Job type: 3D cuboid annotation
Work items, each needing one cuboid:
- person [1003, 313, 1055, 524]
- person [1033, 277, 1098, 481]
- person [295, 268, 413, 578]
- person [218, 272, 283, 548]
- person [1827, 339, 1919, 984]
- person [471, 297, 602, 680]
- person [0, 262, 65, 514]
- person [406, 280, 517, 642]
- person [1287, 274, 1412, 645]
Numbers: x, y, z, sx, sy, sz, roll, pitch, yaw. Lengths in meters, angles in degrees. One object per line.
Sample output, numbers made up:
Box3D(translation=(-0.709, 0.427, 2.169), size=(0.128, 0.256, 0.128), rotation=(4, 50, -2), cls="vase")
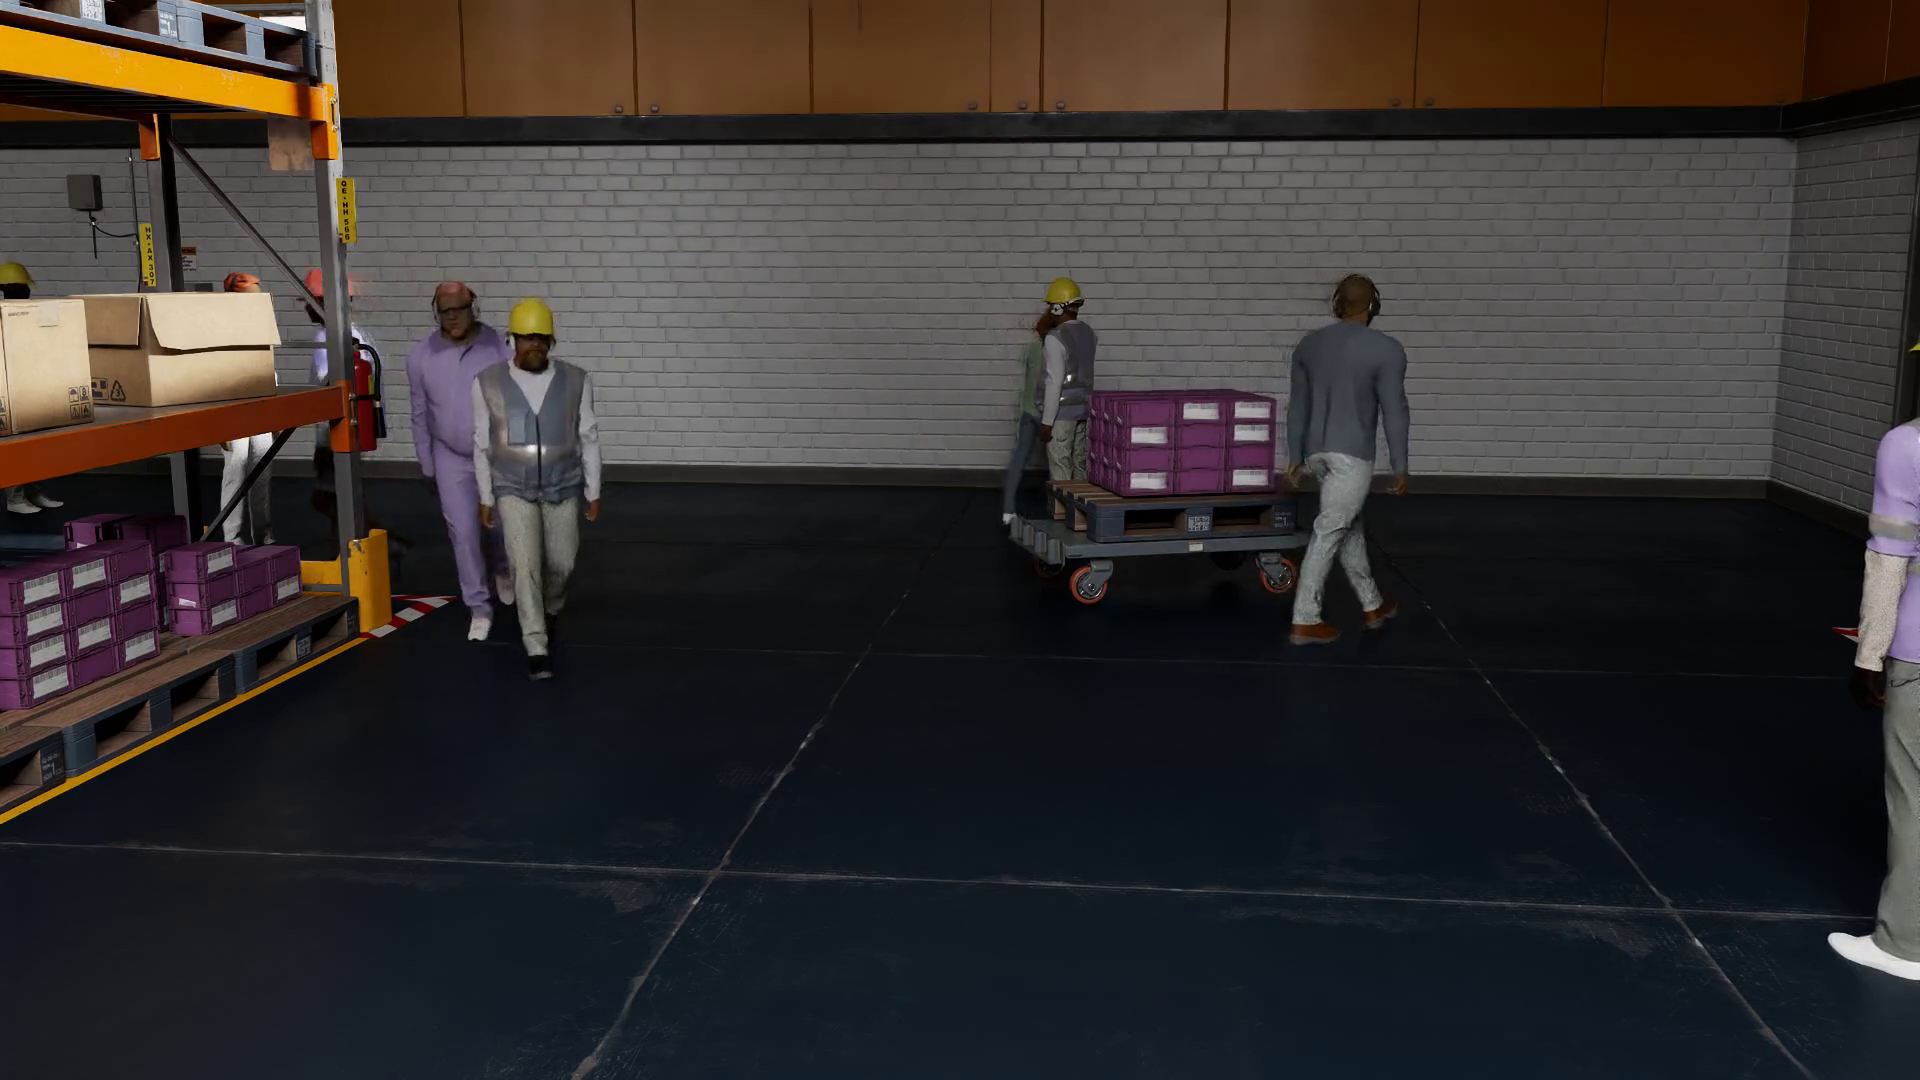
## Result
Box3D(translation=(0.650, -0.905, 12.279), size=(0.792, 1.576, 0.609), rotation=(-6, 11, -29), cls="person")
Box3D(translation=(0.705, -0.876, 11.421), size=(0.403, 1.833, 0.591), rotation=(5, 11, 29), cls="person")
Box3D(translation=(-3.607, -0.629, 9.758), size=(0.618, 1.920, 0.569), rotation=(0, 10, -2), cls="person")
Box3D(translation=(-4.580, -0.768, 10.681), size=(0.351, 1.879, 0.577), rotation=(3, 10, 16), cls="person")
Box3D(translation=(2.741, 0.271, 4.625), size=(0.588, 1.919, 0.402), rotation=(-2, 10, -13), cls="person")
Box3D(translation=(-2.049, -0.277, 8.079), size=(0.599, 1.808, 0.782), rotation=(-4, 11, -20), cls="person")
Box3D(translation=(-7.249, -1.173, 12.842), size=(0.359, 1.930, 0.587), rotation=(0, 10, 0), cls="person")
Box3D(translation=(-2.576, -0.447, 8.858), size=(0.660, 1.873, 0.807), rotation=(-3, 10, -14), cls="person")
Box3D(translation=(2.058, -0.421, 8.645), size=(0.949, 1.879, 0.640), rotation=(-6, 12, -33), cls="person")
